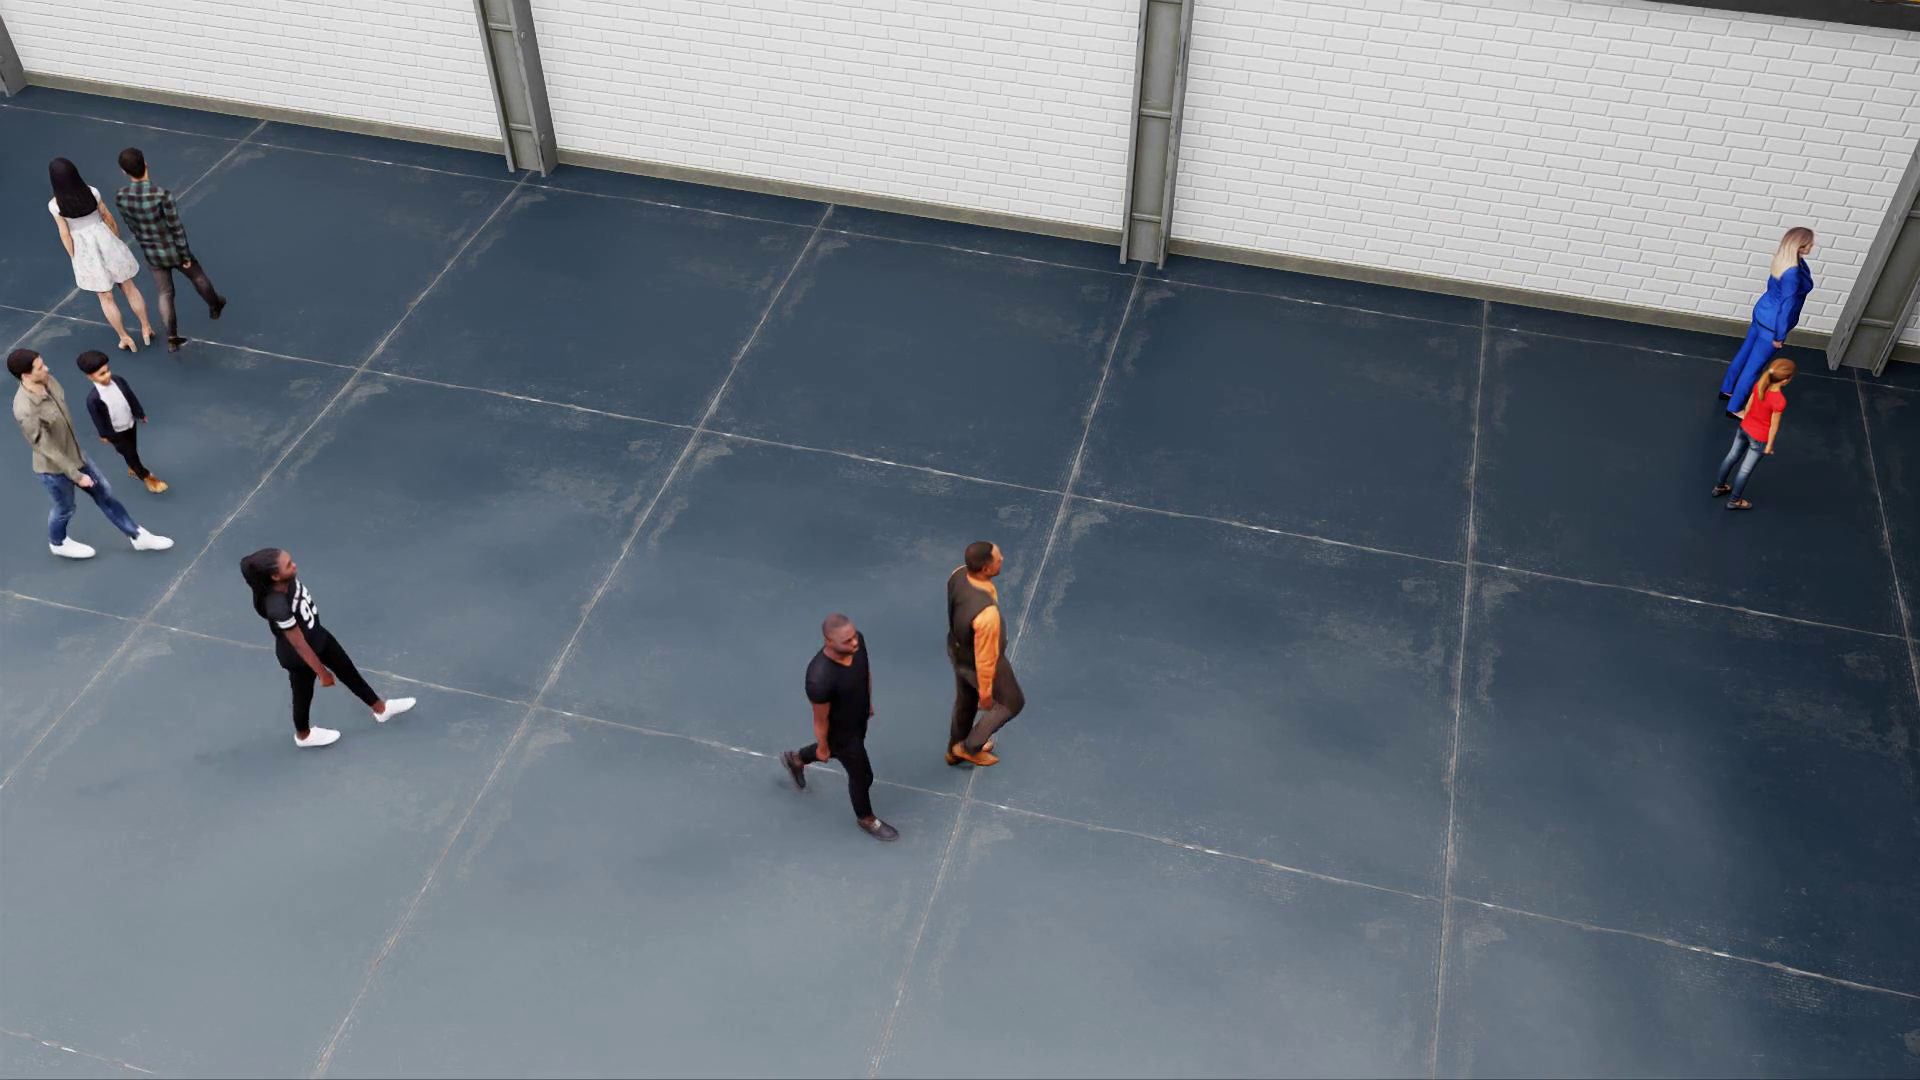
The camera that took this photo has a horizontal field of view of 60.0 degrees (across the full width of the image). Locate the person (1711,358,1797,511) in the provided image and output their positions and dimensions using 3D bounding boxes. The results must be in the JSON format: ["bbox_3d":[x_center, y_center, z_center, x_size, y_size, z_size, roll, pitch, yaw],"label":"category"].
[{"bbox_3d":[5.827,-0.788,12.203,0.611,1.310,0.571,-11,45,-11],"label":"person"}]

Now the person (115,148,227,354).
[{"bbox_3d":[-6.394,-2.294,13.297,1.095,1.685,0.944,-3,44,-3],"label":"person"}]

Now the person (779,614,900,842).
[{"bbox_3d":[-0.766,1.067,9.906,1.185,1.792,0.845,20,47,20],"label":"person"}]

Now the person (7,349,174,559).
[{"bbox_3d":[-6.344,-0.547,11.570,1.183,1.834,0.892,0,44,0],"label":"person"}]

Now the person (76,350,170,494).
[{"bbox_3d":[-6.315,-0.908,12.402,0.740,1.208,0.574,18,46,18],"label":"person"}]

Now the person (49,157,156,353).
[{"bbox_3d":[-6.964,-2.304,13.457,0.774,1.774,0.816,-29,51,-27],"label":"person"}]

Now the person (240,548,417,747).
[{"bbox_3d":[-4.162,0.708,10.347,1.123,1.704,0.947,-10,45,-10],"label":"person"}]

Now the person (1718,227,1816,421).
[{"bbox_3d":[6.249,-1.684,12.860,0.581,1.701,0.635,6,44,6],"label":"person"}]

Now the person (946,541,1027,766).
[{"bbox_3d":[0.013,0.763,10.150,0.903,1.895,0.860,-16,46,-16],"label":"person"}]
